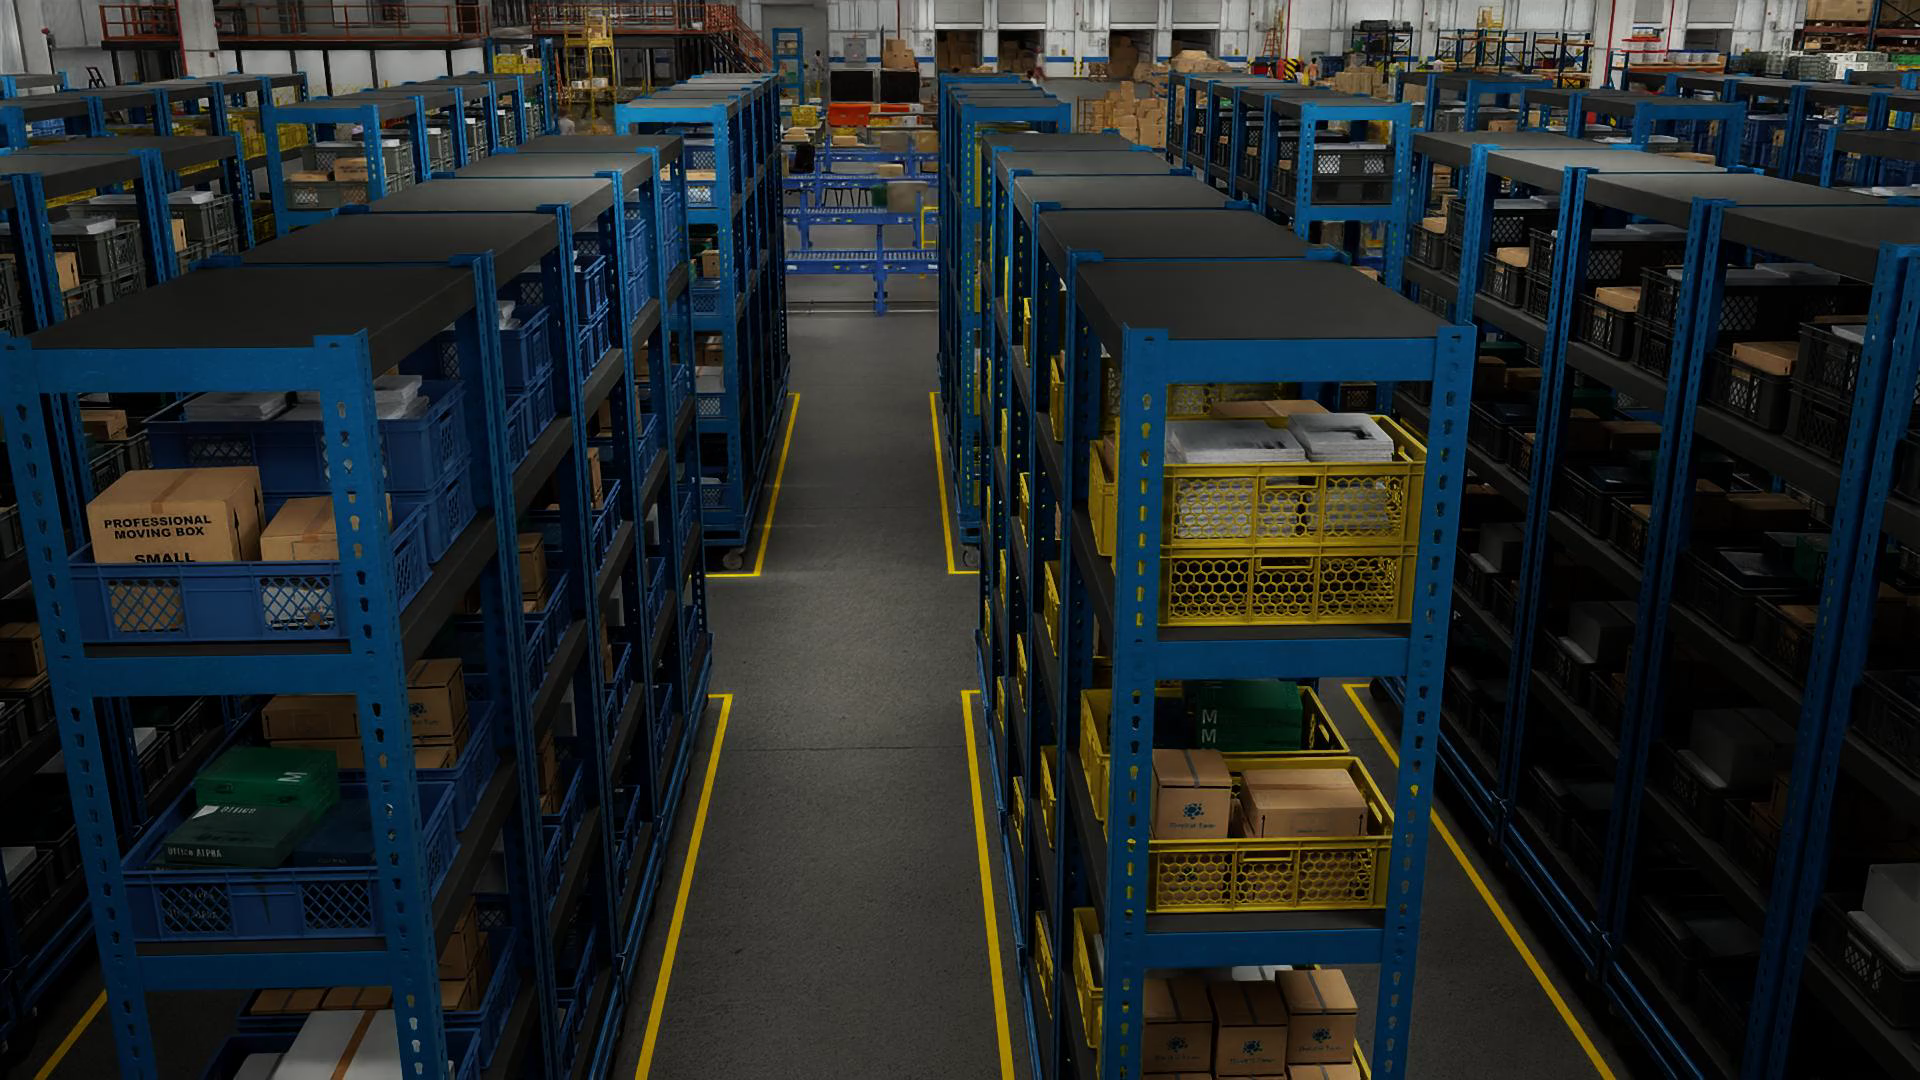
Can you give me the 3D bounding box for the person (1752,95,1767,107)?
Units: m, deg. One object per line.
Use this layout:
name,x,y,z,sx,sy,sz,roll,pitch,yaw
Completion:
person,27.179,-14.628,56.508,0.564,1.647,0.830,-6,19,-17

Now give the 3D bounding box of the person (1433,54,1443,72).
person,22.931,-22.302,79.786,0.369,1.938,0.630,-8,19,-23

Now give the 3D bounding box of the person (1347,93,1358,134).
person,12.385,-13.251,52.349,0.505,1.580,0.884,-1,18,-3

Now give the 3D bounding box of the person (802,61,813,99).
person,-7.156,-21.365,77.295,0.491,1.685,0.935,-9,20,-25

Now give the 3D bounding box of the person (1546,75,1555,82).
person,20.100,-14.924,56.957,0.374,1.935,0.552,4,18,13

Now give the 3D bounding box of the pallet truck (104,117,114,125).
pallet truck,-18.367,-7.885,35.078,1.885,1.965,0.823,1,18,2

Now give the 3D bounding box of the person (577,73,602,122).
person,-13.947,-16.648,62.534,1.009,1.800,0.510,-11,21,-32

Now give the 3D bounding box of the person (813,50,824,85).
person,-7.704,-25.709,90.508,0.618,1.836,0.431,-12,21,-32

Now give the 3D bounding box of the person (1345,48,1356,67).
person,21.407,-26.005,91.287,0.586,1.915,0.386,8,19,23

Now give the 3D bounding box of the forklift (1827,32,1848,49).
forklift,46.023,-25.321,87.619,1.129,2.768,1.873,-1,18,-2

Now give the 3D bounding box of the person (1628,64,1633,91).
person,29.648,-20.419,73.958,0.627,1.941,0.374,-3,18,-9

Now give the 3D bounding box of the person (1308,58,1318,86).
person,17.621,-23.257,83.162,0.532,1.674,0.749,16,24,40

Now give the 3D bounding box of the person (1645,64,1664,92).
person,28.872,-18.873,69.012,1.008,2.000,0.691,-10,20,-27

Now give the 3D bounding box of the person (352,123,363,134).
person,-13.338,-8.559,37.090,0.373,2.042,0.614,3,18,10

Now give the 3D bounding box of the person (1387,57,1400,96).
person,20.647,-22.105,79.341,0.429,1.838,0.622,-11,21,-32

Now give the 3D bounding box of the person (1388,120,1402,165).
person,11.274,-10.241,42.691,0.600,1.806,0.761,0,18,1

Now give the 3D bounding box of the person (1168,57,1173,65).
person,9.851,-21.667,77.943,0.515,1.865,0.329,-12,21,-33

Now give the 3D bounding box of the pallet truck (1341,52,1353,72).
pallet truck,18.794,-23.123,82.231,0.823,1.965,1.885,-13,22,-35

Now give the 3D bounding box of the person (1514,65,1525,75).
person,23.033,-18.657,68.647,0.458,1.852,0.554,-11,21,-30

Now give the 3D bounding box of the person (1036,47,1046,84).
person,4.362,-25.930,90.945,0.552,1.978,0.633,9,20,26

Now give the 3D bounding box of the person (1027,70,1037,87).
person,2.580,-16.668,62.437,0.961,1.874,0.596,7,19,20

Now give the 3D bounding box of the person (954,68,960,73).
person,-0.145,-16.954,63.240,0.599,1.937,0.814,-4,18,-11

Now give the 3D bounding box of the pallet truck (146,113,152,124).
pallet truck,-18.087,-8.309,36.390,1.885,1.965,0.823,-1,18,-4

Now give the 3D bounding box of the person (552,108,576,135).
person,-9.586,-9.559,40.474,0.676,1.852,0.976,3,18,9

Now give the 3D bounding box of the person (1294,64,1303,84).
person,13.664,-18.267,67.332,0.376,1.917,0.599,13,22,35
